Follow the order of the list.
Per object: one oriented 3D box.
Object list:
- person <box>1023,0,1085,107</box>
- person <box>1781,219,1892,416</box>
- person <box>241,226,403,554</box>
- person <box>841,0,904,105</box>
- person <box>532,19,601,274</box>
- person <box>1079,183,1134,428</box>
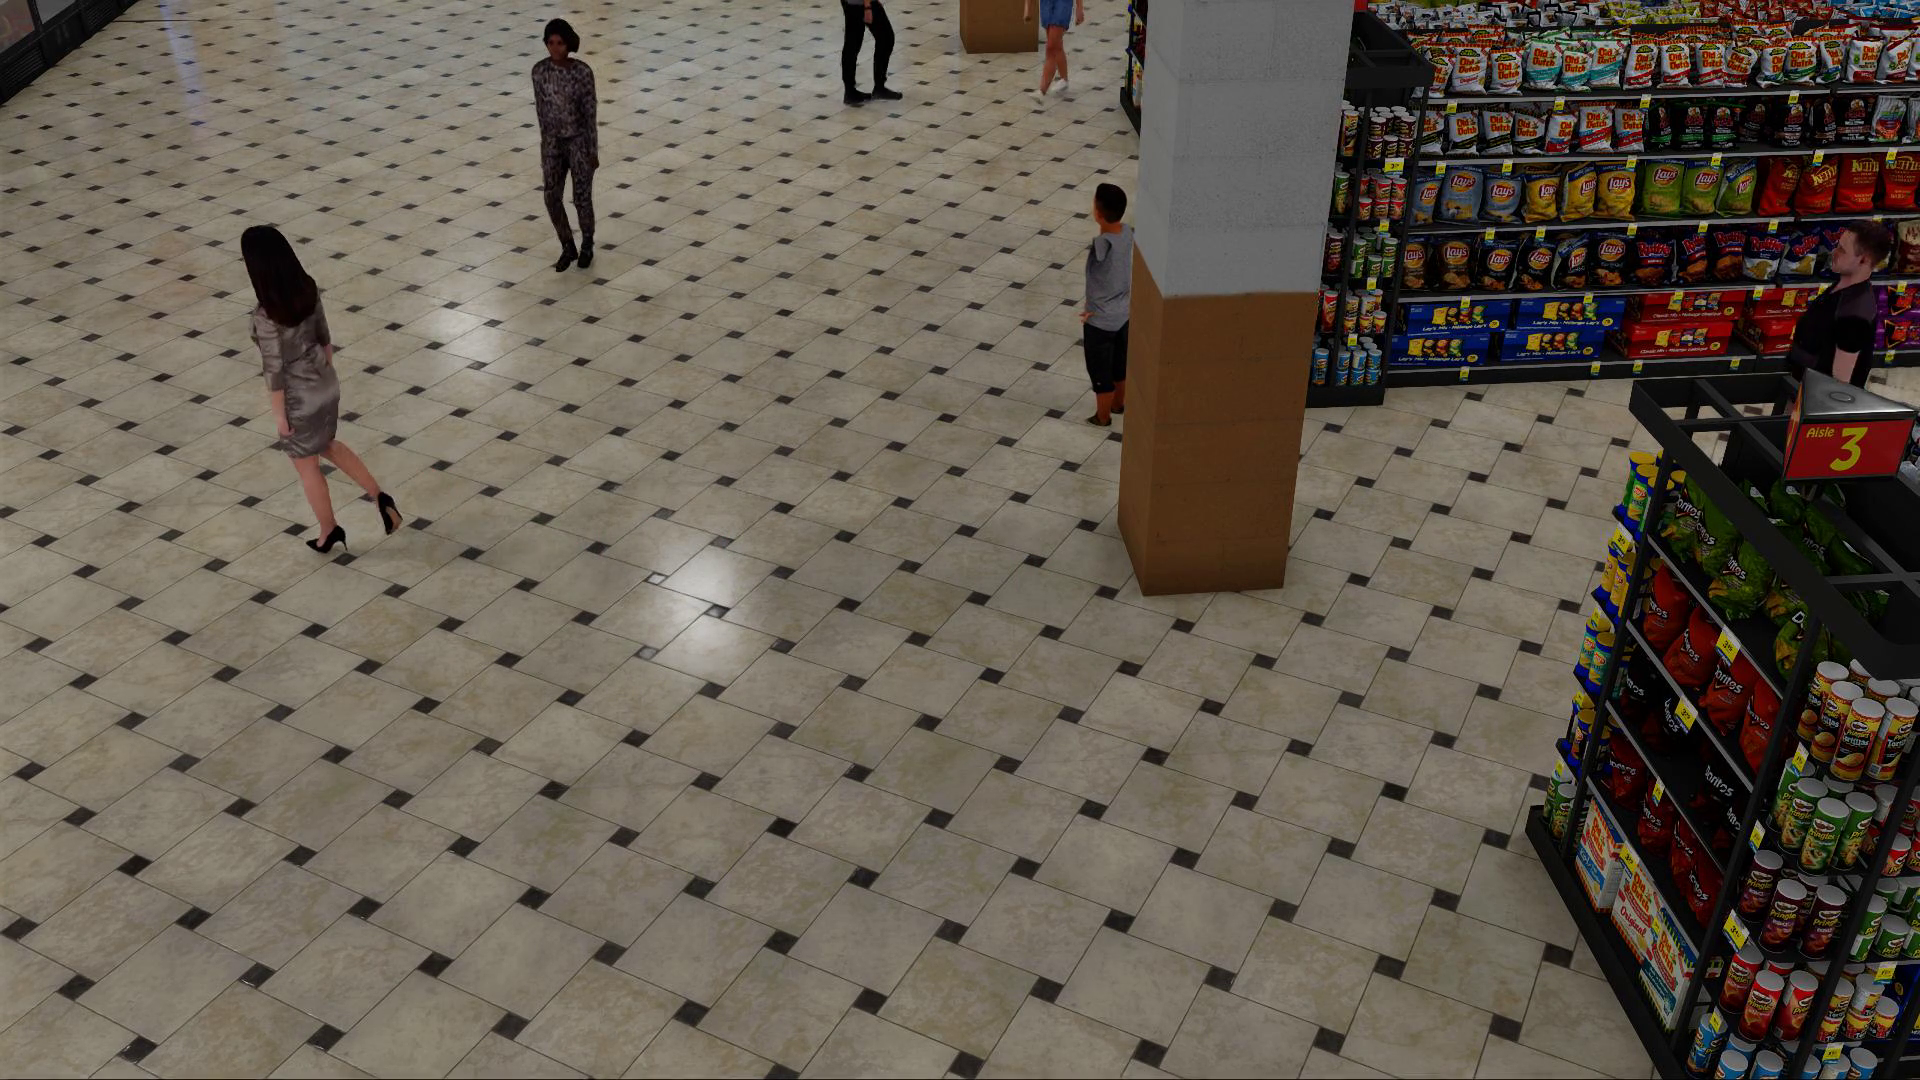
[{"bbox_3d":[0.868,-4.596,14.360,1.134,1.587,1.122,18,36,26],"label":"person"},{"bbox_3d":[4.095,-0.598,7.734,1.299,1.800,1.102,16,35,23],"label":"person"},{"bbox_3d":[-3.031,-0.658,7.892,0.914,1.734,0.776,9,33,14],"label":"person"},{"bbox_3d":[-0.917,-4.581,14.190,0.862,1.742,0.802,-17,36,-25],"label":"person"},{"bbox_3d":[-2.582,-2.648,11.126,0.663,1.696,0.705,4,32,7],"label":"person"},{"bbox_3d":[0.825,-1.336,9.247,0.684,1.454,0.642,20,37,29],"label":"person"}]
